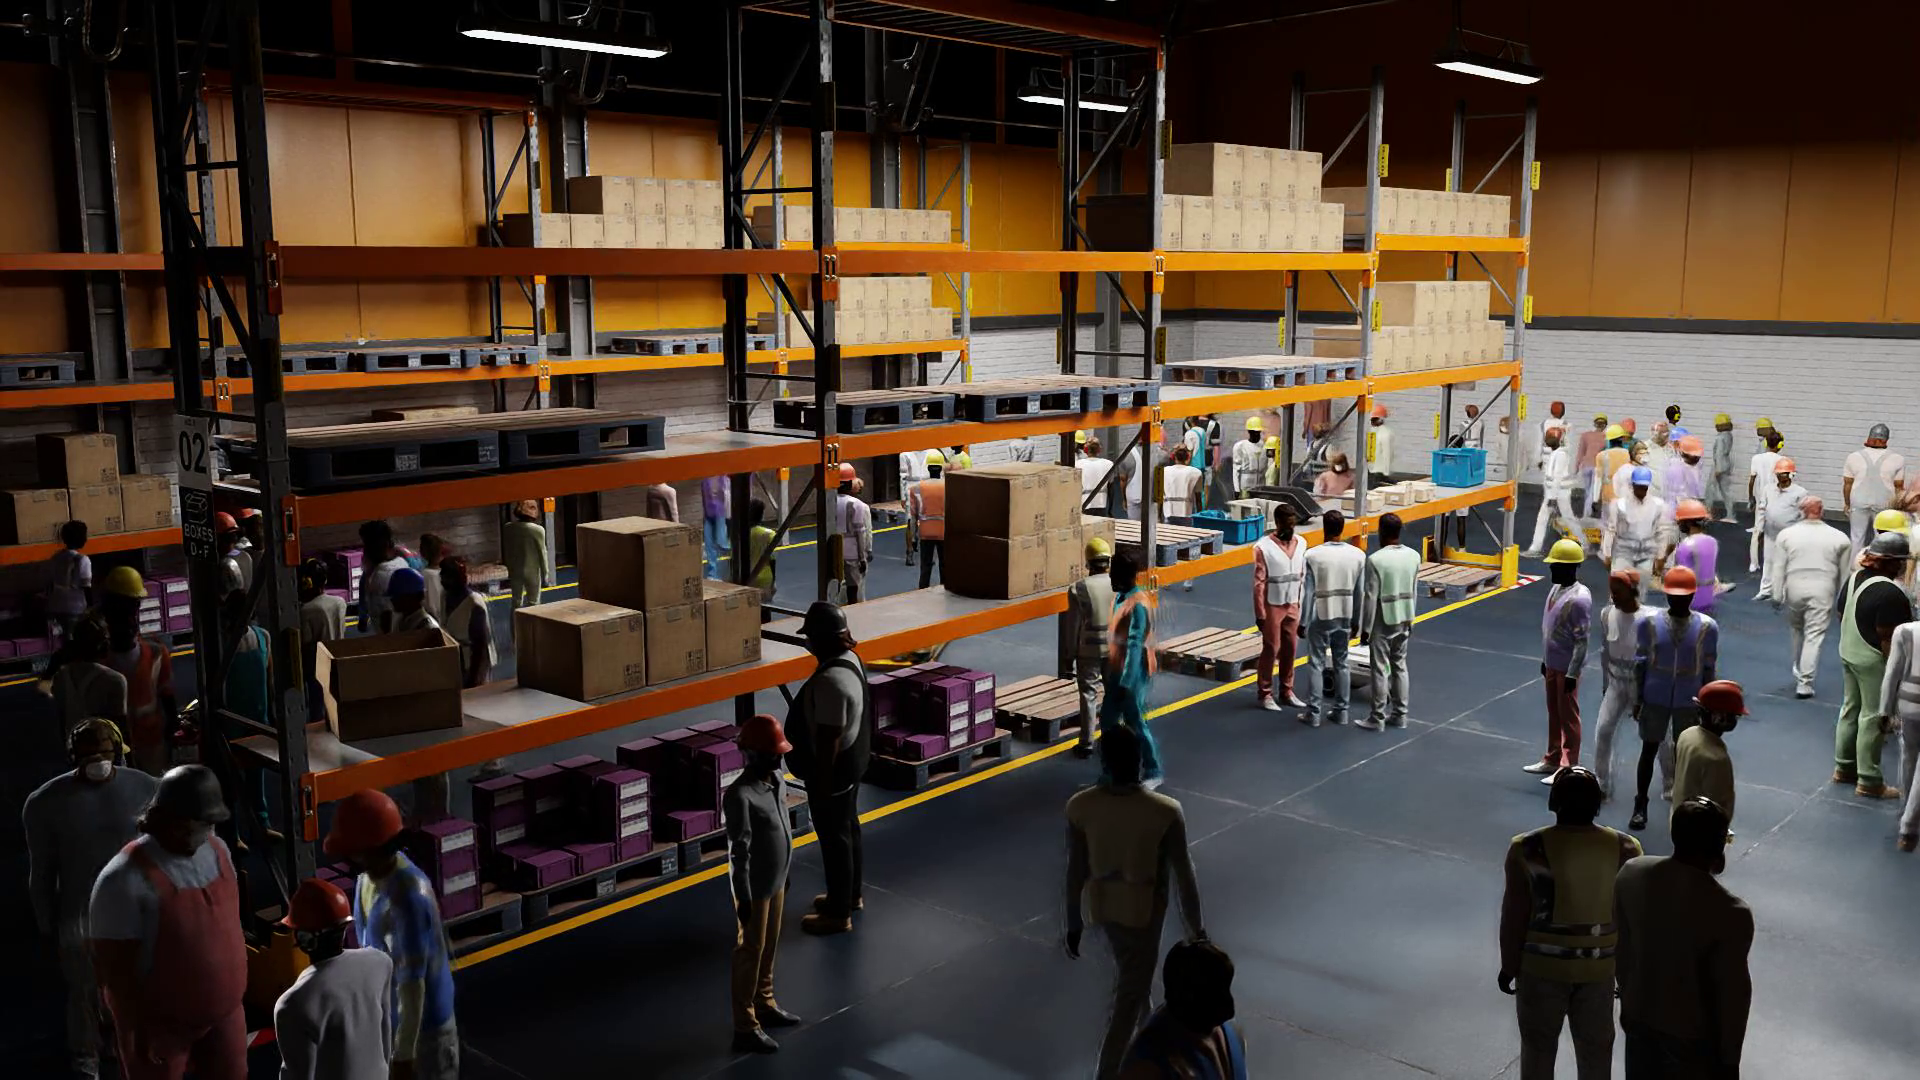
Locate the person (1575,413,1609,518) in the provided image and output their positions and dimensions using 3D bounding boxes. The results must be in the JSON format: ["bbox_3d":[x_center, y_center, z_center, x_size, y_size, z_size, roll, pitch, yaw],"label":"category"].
[{"bbox_3d":[9.877,-1.106,25.830,0.540,1.705,0.813,8,13,41],"label":"person"}]

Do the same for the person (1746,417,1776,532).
[{"bbox_3d":[12.074,-0.977,25.035,0.322,1.737,0.484,8,12,39],"label":"person"}]

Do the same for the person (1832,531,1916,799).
[{"bbox_3d":[7.041,0.931,12.728,0.536,2.000,0.688,0,10,2],"label":"person"}]

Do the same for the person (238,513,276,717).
[{"bbox_3d":[-6.189,0.678,14.792,0.519,1.860,0.318,0,10,3],"label":"person"}]

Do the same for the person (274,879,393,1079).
[{"bbox_3d":[-2.393,2.141,6.352,0.339,1.752,0.564,4,10,21],"label":"person"}]

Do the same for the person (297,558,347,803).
[{"bbox_3d":[-4.804,1.054,12.539,0.328,1.862,0.509,3,10,20],"label":"person"}]

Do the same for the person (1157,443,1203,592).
[{"bbox_3d":[2.697,-0.270,20.504,0.561,1.837,0.388,2,10,13],"label":"person"}]

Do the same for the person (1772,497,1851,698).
[{"bbox_3d":[8.047,0.522,15.740,0.645,1.838,0.975,6,11,32],"label":"person"}]

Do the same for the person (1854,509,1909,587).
[{"bbox_3d":[8.042,0.684,14.541,0.590,1.927,0.367,-5,11,-29],"label":"person"}]

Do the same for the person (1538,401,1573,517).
[{"bbox_3d":[9.438,-1.277,26.410,0.445,1.871,0.600,-9,13,-43],"label":"person"}]

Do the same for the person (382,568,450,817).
[{"bbox_3d":[-3.815,1.150,11.695,0.394,1.946,0.618,-7,12,-37],"label":"person"}]

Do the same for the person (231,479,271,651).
[{"bbox_3d":[-7.402,0.285,17.182,0.333,1.839,0.513,6,11,34],"label":"person"}]

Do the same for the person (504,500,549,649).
[{"bbox_3d":[-4.538,0.354,17.423,0.508,1.623,0.281,3,10,19],"label":"person"}]

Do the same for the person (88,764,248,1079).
[{"bbox_3d":[-3.354,1.884,7.037,0.770,2.000,0.717,4,10,20],"label":"person"}]

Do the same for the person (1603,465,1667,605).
[{"bbox_3d":[7.171,0.156,17.672,0.622,1.930,0.473,1,10,6],"label":"person"}]

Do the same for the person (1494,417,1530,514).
[{"bbox_3d":[8.892,-1.209,26.890,0.868,1.562,0.530,-9,13,-43],"label":"person"}]

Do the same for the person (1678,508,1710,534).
[{"bbox_3d":[7.087,0.507,16.119,0.340,1.747,0.569,6,11,32],"label":"person"}]

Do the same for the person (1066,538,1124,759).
[{"bbox_3d":[1.137,0.887,13.624,0.587,1.828,0.404,-3,10,-16],"label":"person"}]

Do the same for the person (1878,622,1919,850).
[{"bbox_3d":[6.849,1.199,11.705,0.577,1.837,0.981,9,13,44],"label":"person"}]

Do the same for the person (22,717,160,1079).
[{"bbox_3d":[-4.108,1.782,7.998,0.622,1.932,0.367,-6,11,-31],"label":"person"}]

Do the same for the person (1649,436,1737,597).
[{"bbox_3d":[8.855,-0.275,20.119,0.606,1.971,1.044,-8,12,-38],"label":"person"}]

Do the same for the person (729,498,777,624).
[{"bbox_3d":[-2.135,0.409,16.975,0.532,1.671,0.800,3,10,18],"label":"person"}]

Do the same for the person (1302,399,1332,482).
[{"bbox_3d":[6.588,-2.073,30.795,0.616,1.993,0.395,-5,11,-27],"label":"person"}]

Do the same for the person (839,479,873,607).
[{"bbox_3d":[-1.199,0.114,18.802,0.524,1.639,0.306,7,12,36],"label":"person"}]

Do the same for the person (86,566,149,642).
[{"bbox_3d":[-6.084,1.109,12.150,0.627,1.878,0.614,8,12,39],"label":"person"}]

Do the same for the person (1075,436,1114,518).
[{"bbox_3d":[1.692,-0.397,21.237,0.572,1.843,0.373,-2,10,-14],"label":"person"}]

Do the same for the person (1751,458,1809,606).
[{"bbox_3d":[9.741,-0.104,19.757,0.327,1.753,0.563,-7,12,-34],"label":"person"}]

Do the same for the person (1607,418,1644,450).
[{"bbox_3d":[10.009,-0.989,25.083,0.577,1.735,0.498,0,10,0],"label":"person"}]

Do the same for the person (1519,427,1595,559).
[{"bbox_3d":[8.239,-0.639,22.743,0.971,1.844,0.568,0,10,2],"label":"person"}]

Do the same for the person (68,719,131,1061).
[{"bbox_3d":[-4.382,1.775,8.542,0.349,1.759,0.522,1,10,4],"label":"person"}]

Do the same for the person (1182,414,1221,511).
[{"bbox_3d":[3.697,-1.192,25.456,0.612,2.030,0.410,5,11,27],"label":"person"}]

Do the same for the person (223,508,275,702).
[{"bbox_3d":[-6.487,0.587,15.125,0.389,1.929,0.545,0,10,-2],"label":"person"}]

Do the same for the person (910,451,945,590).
[{"bbox_3d":[-0.282,-0.064,19.047,0.582,1.919,0.399,2,10,9],"label":"person"}]

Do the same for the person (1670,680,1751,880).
[{"bbox_3d":[4.218,1.638,9.404,0.365,1.741,0.560,1,10,5],"label":"person"}]

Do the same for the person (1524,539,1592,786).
[{"bbox_3d":[4.691,0.947,12.969,0.363,1.928,0.587,-1,10,-3],"label":"person"}]

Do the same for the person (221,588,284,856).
[{"bbox_3d":[-4.953,1.237,11.499,0.348,1.842,0.505,6,11,31],"label":"person"}]

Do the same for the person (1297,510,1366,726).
[{"bbox_3d":[3.265,0.688,14.593,0.598,1.905,0.390,-3,10,-15],"label":"person"}]

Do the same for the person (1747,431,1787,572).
[{"bbox_3d":[10.589,-0.495,21.767,0.332,1.863,0.528,-8,13,-41],"label":"person"}]

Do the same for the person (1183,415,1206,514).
[{"bbox_3d":[3.540,-1.063,25.230,0.344,1.840,0.507,8,12,39],"label":"person"}]

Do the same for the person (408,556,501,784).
[{"bbox_3d":[-3.921,1.027,12.814,0.580,1.811,0.807,9,13,44],"label":"person"}]
